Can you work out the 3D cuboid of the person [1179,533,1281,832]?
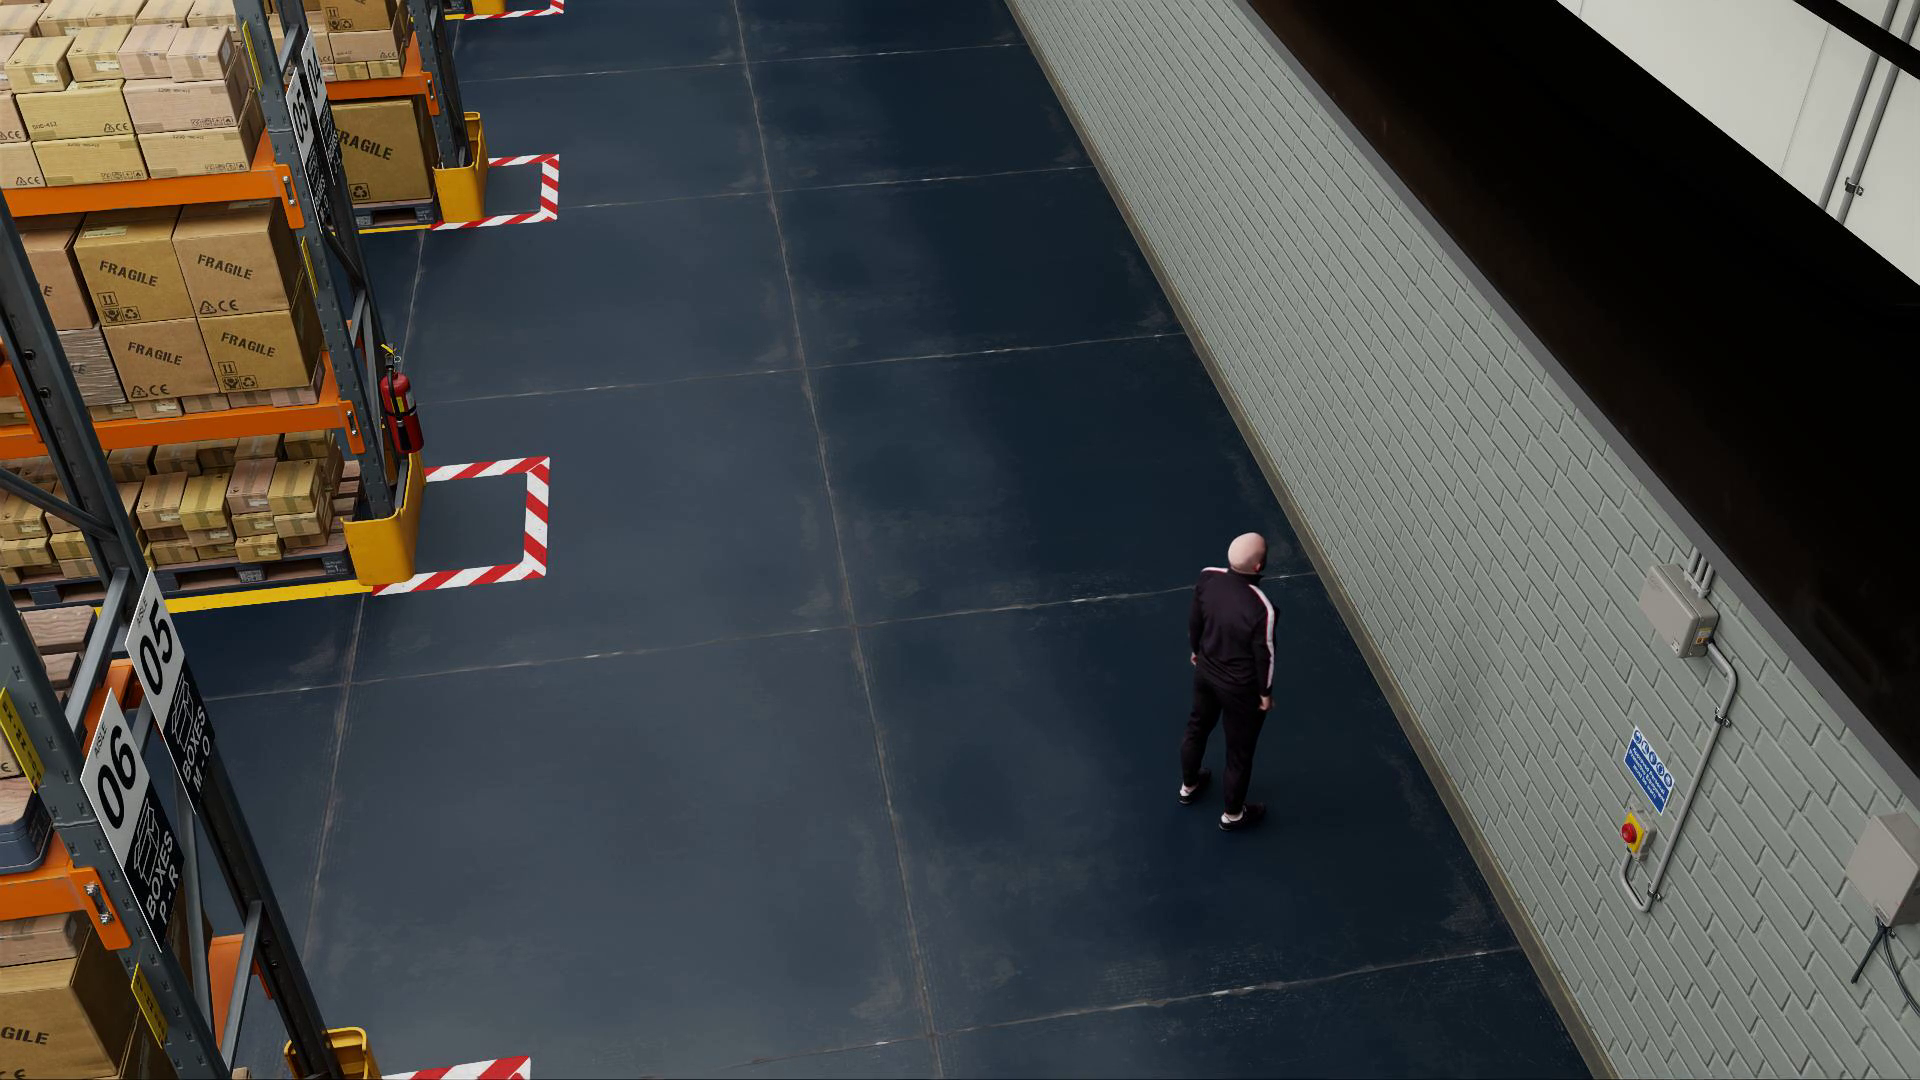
[{"bbox_3d":[1.365,0.717,8.468,0.771,1.836,0.765,-29,46,-31],"label":"person"}]
